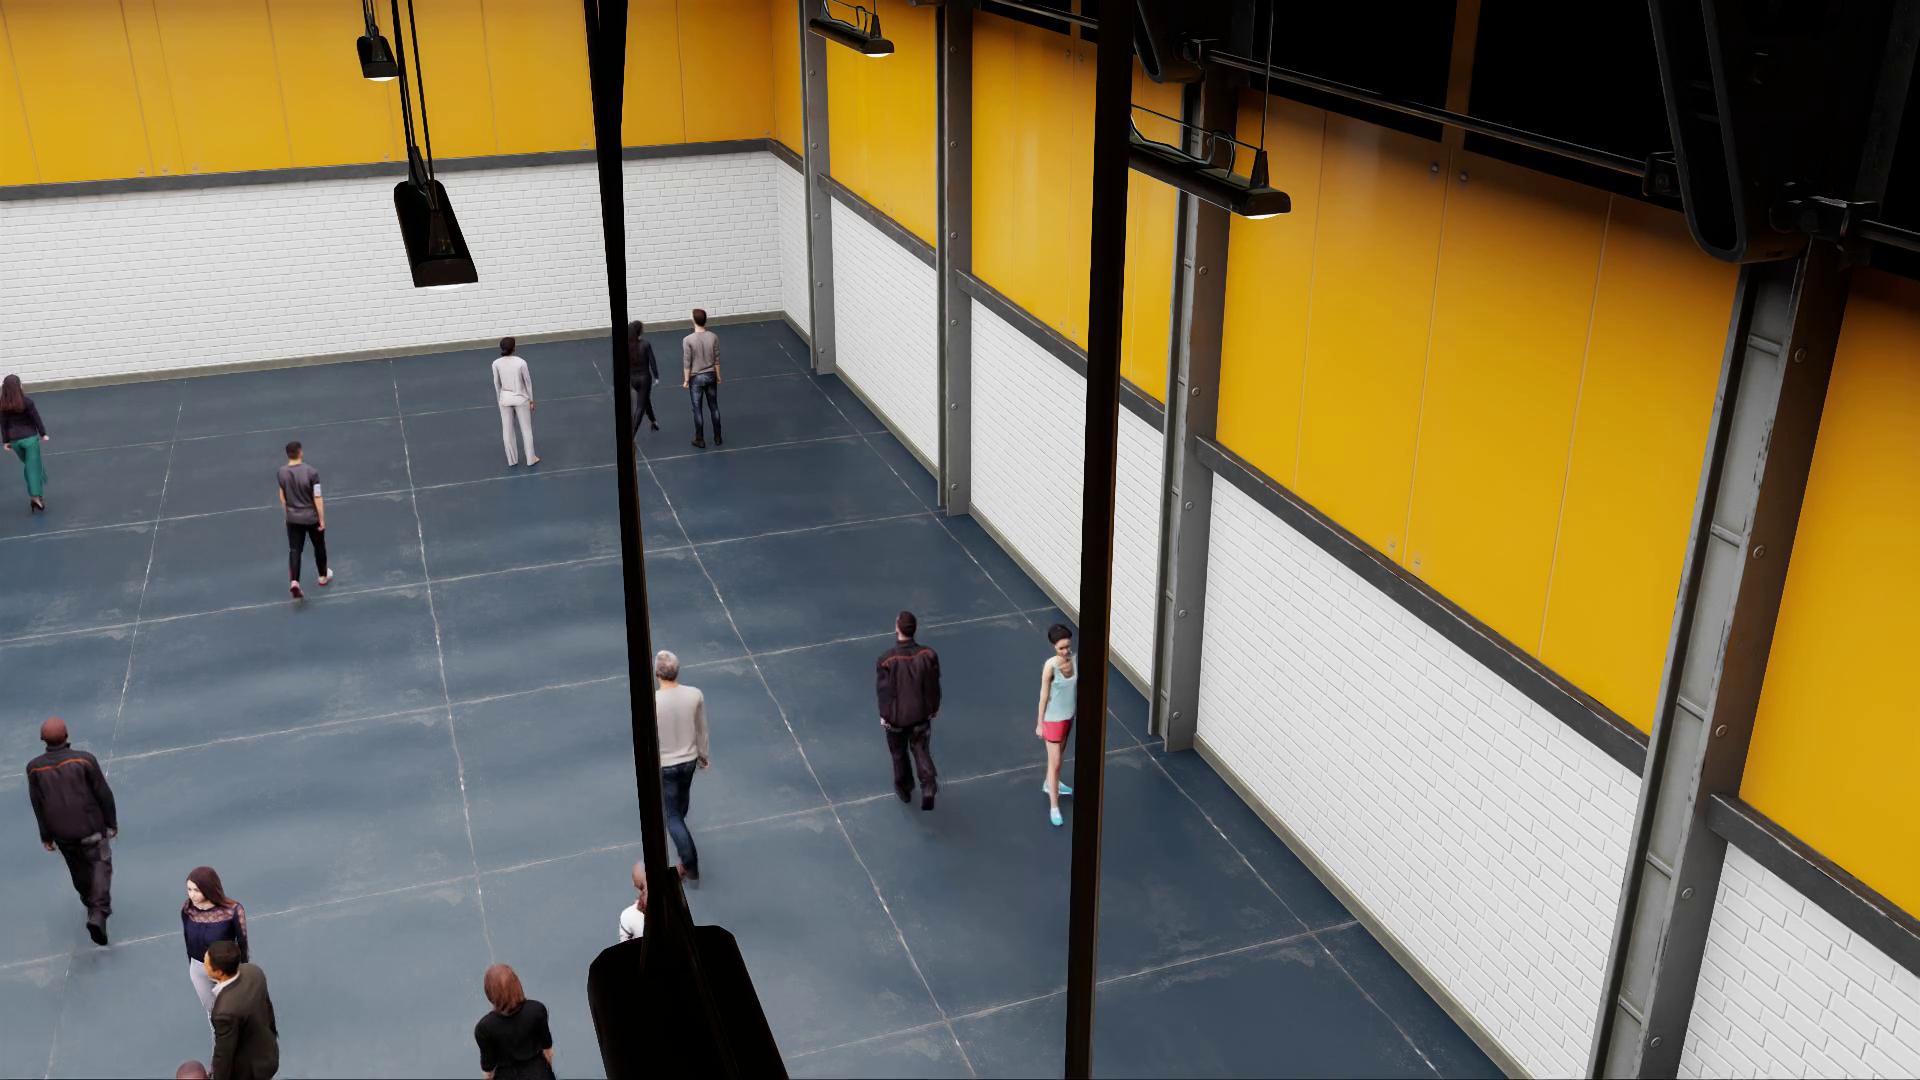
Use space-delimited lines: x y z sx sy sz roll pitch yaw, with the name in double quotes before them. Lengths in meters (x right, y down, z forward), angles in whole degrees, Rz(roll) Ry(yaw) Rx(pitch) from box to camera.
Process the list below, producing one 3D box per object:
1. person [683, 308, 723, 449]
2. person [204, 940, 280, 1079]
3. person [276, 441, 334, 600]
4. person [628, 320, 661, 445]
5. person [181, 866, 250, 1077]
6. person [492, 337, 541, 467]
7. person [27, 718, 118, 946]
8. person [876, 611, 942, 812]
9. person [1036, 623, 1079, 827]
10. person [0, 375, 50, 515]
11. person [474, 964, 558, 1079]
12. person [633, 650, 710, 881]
"person" -3.466 -2.188 22.450 0.711 1.911 0.618 -12 26 -25
"person" -4.291 3.205 10.263 0.851 1.792 0.720 -1 24 -2
"person" -7.194 -0.199 18.114 0.833 1.740 1.156 -2 24 -4
"person" -4.360 -2.098 22.551 1.031 1.666 1.157 8 25 18
"person" -4.987 2.901 11.188 0.677 1.608 0.678 2 24 5
"person" -5.853 -1.825 21.839 0.702 1.736 0.654 0 24 0
"person" -6.672 2.203 12.547 0.735 1.798 1.112 -7 25 -16
"person" -0.423 1.485 14.137 0.731 1.840 0.977 -7 25 -16
"person" 0.822 1.501 14.218 0.986 1.745 0.896 17 29 34
"person" -11.454 -1.145 20.303 0.753 1.721 0.858 2 24 4
"person" -2.617 3.353 10.072 0.607 1.672 0.767 -7 25 -16
"person" -2.269 1.835 13.307 0.908 1.865 1.272 -14 27 -30
